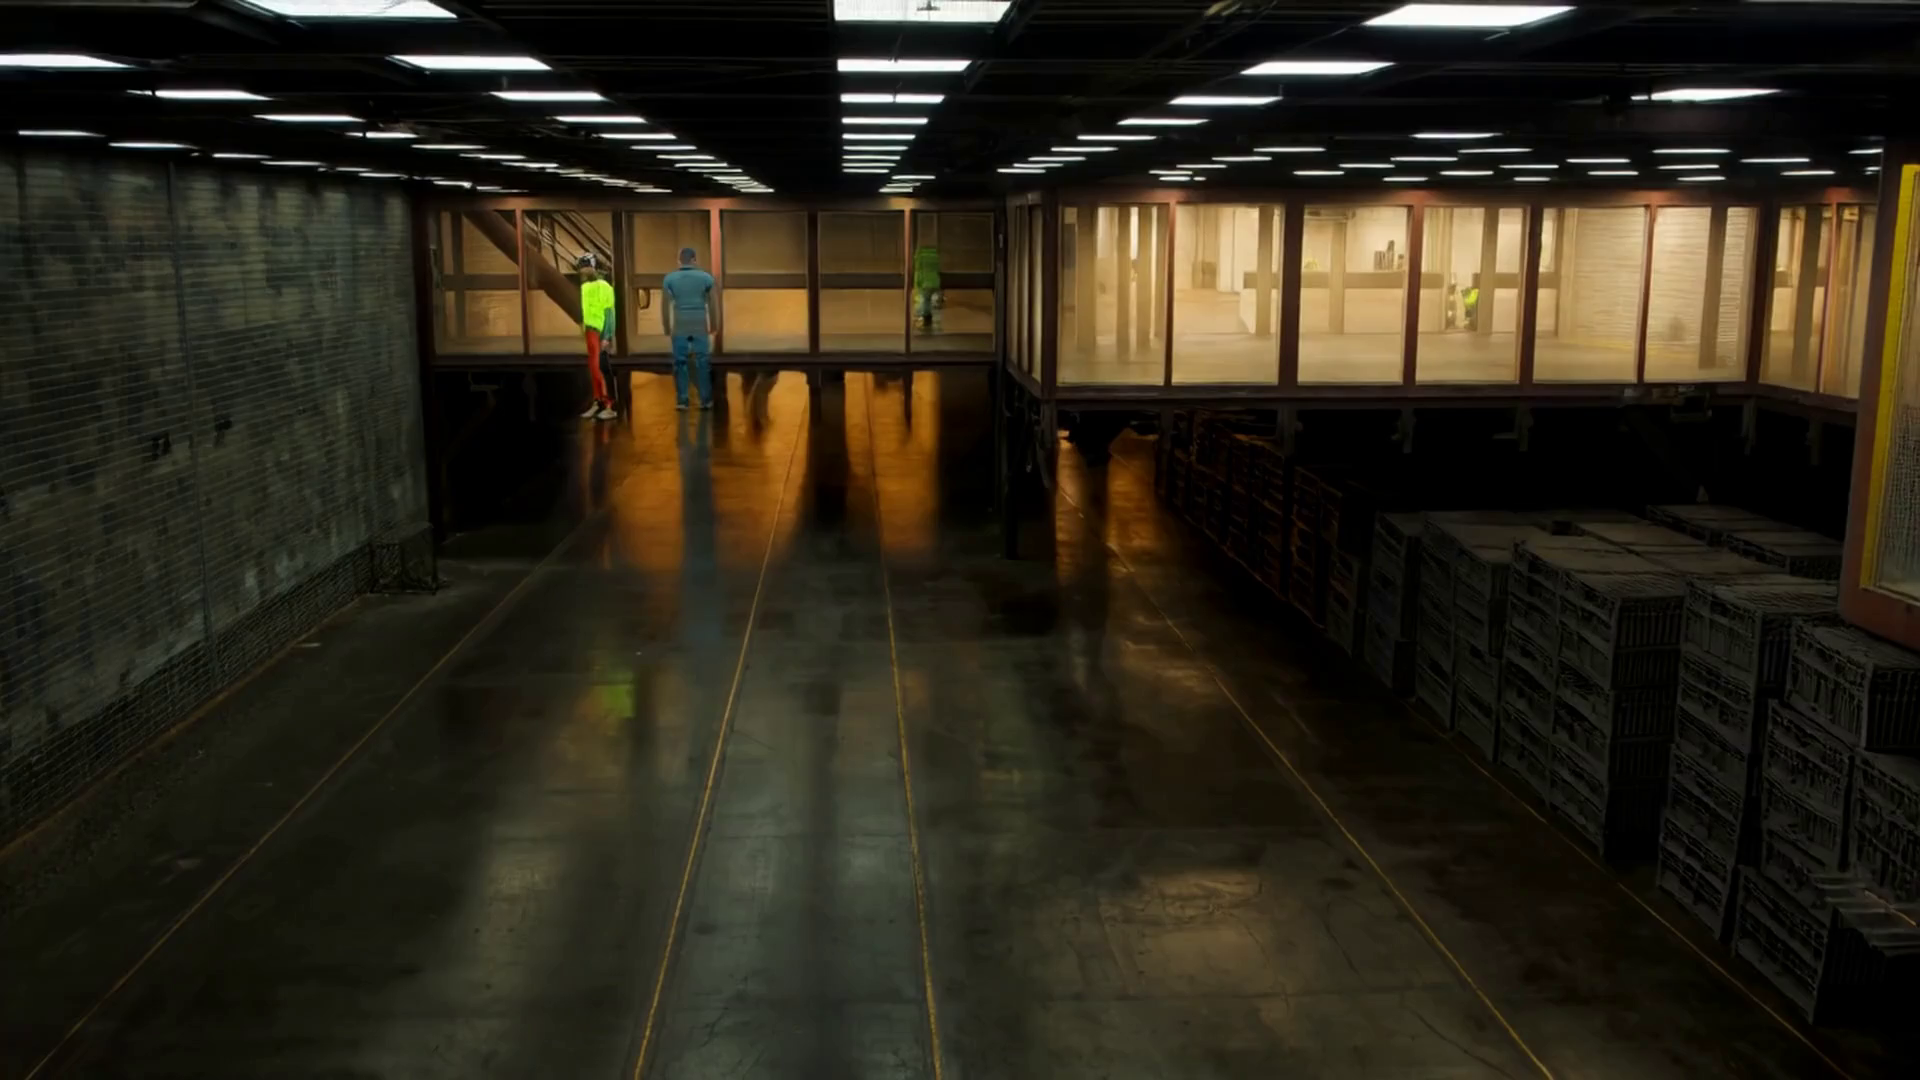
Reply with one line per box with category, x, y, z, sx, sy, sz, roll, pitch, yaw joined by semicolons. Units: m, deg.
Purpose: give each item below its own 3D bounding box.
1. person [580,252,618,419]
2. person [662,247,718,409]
person;-4.074;-2.276;18.613;0.507;1.861;0.327;9;14;40
person;-3.184;-2.492;19.630;0.652;1.904;0.402;-2;11;-11
